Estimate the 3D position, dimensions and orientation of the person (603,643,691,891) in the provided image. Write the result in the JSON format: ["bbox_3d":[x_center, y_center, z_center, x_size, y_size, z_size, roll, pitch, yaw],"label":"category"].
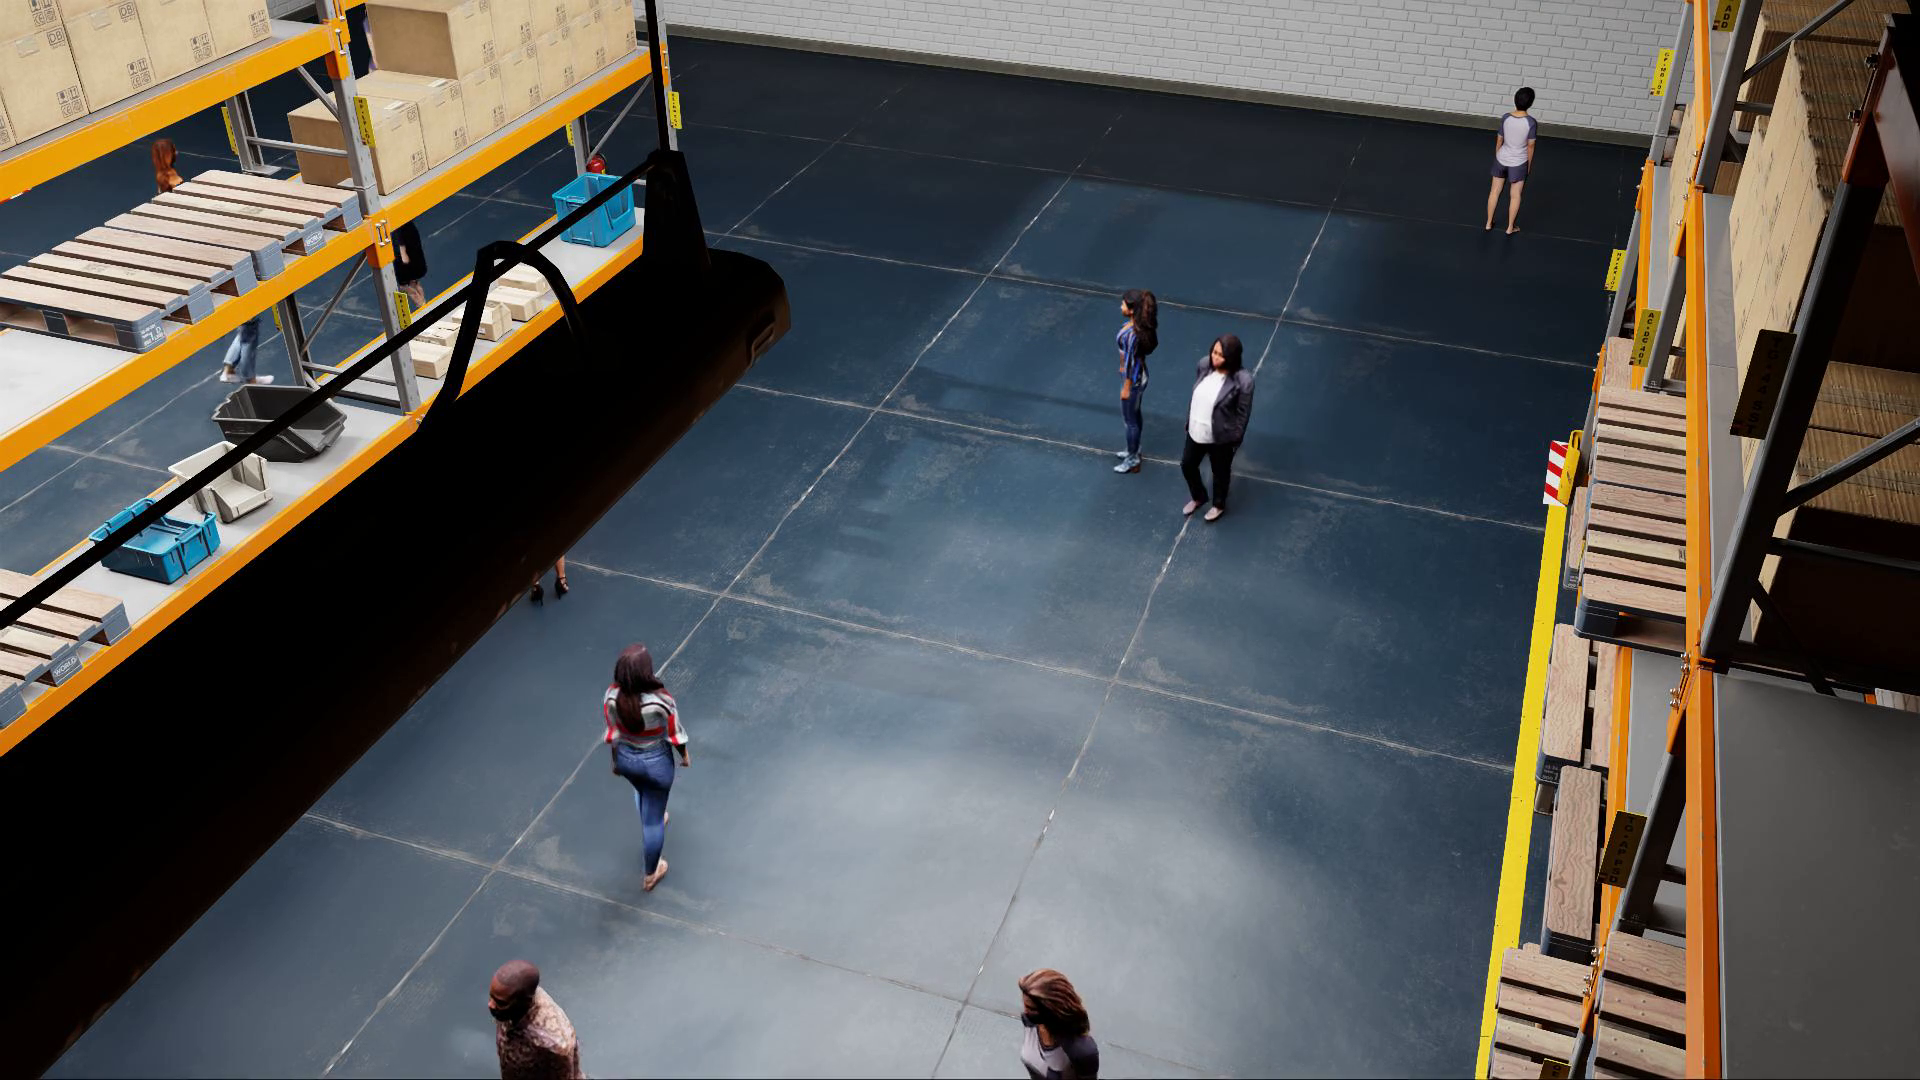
[{"bbox_3d":[-1.827,1.328,9.501,0.683,1.589,0.875,7,34,10],"label":"person"}]

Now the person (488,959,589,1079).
[{"bbox_3d":[-1.784,2.503,7.572,1.003,1.768,1.237,28,42,35],"label":"person"}]

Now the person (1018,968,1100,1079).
[{"bbox_3d":[0.552,2.547,7.578,1.080,1.688,0.927,-29,43,-36],"label":"person"}]

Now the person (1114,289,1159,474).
[{"bbox_3d":[1.395,-1.290,13.415,0.692,1.618,0.512,8,34,12],"label":"person"}]

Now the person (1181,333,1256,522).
[{"bbox_3d":[2.011,-0.882,12.830,0.787,1.585,0.786,25,41,33],"label":"person"}]

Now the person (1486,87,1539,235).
[{"bbox_3d":[5.840,-4.019,17.566,0.619,1.566,0.604,22,39,29],"label":"person"}]
